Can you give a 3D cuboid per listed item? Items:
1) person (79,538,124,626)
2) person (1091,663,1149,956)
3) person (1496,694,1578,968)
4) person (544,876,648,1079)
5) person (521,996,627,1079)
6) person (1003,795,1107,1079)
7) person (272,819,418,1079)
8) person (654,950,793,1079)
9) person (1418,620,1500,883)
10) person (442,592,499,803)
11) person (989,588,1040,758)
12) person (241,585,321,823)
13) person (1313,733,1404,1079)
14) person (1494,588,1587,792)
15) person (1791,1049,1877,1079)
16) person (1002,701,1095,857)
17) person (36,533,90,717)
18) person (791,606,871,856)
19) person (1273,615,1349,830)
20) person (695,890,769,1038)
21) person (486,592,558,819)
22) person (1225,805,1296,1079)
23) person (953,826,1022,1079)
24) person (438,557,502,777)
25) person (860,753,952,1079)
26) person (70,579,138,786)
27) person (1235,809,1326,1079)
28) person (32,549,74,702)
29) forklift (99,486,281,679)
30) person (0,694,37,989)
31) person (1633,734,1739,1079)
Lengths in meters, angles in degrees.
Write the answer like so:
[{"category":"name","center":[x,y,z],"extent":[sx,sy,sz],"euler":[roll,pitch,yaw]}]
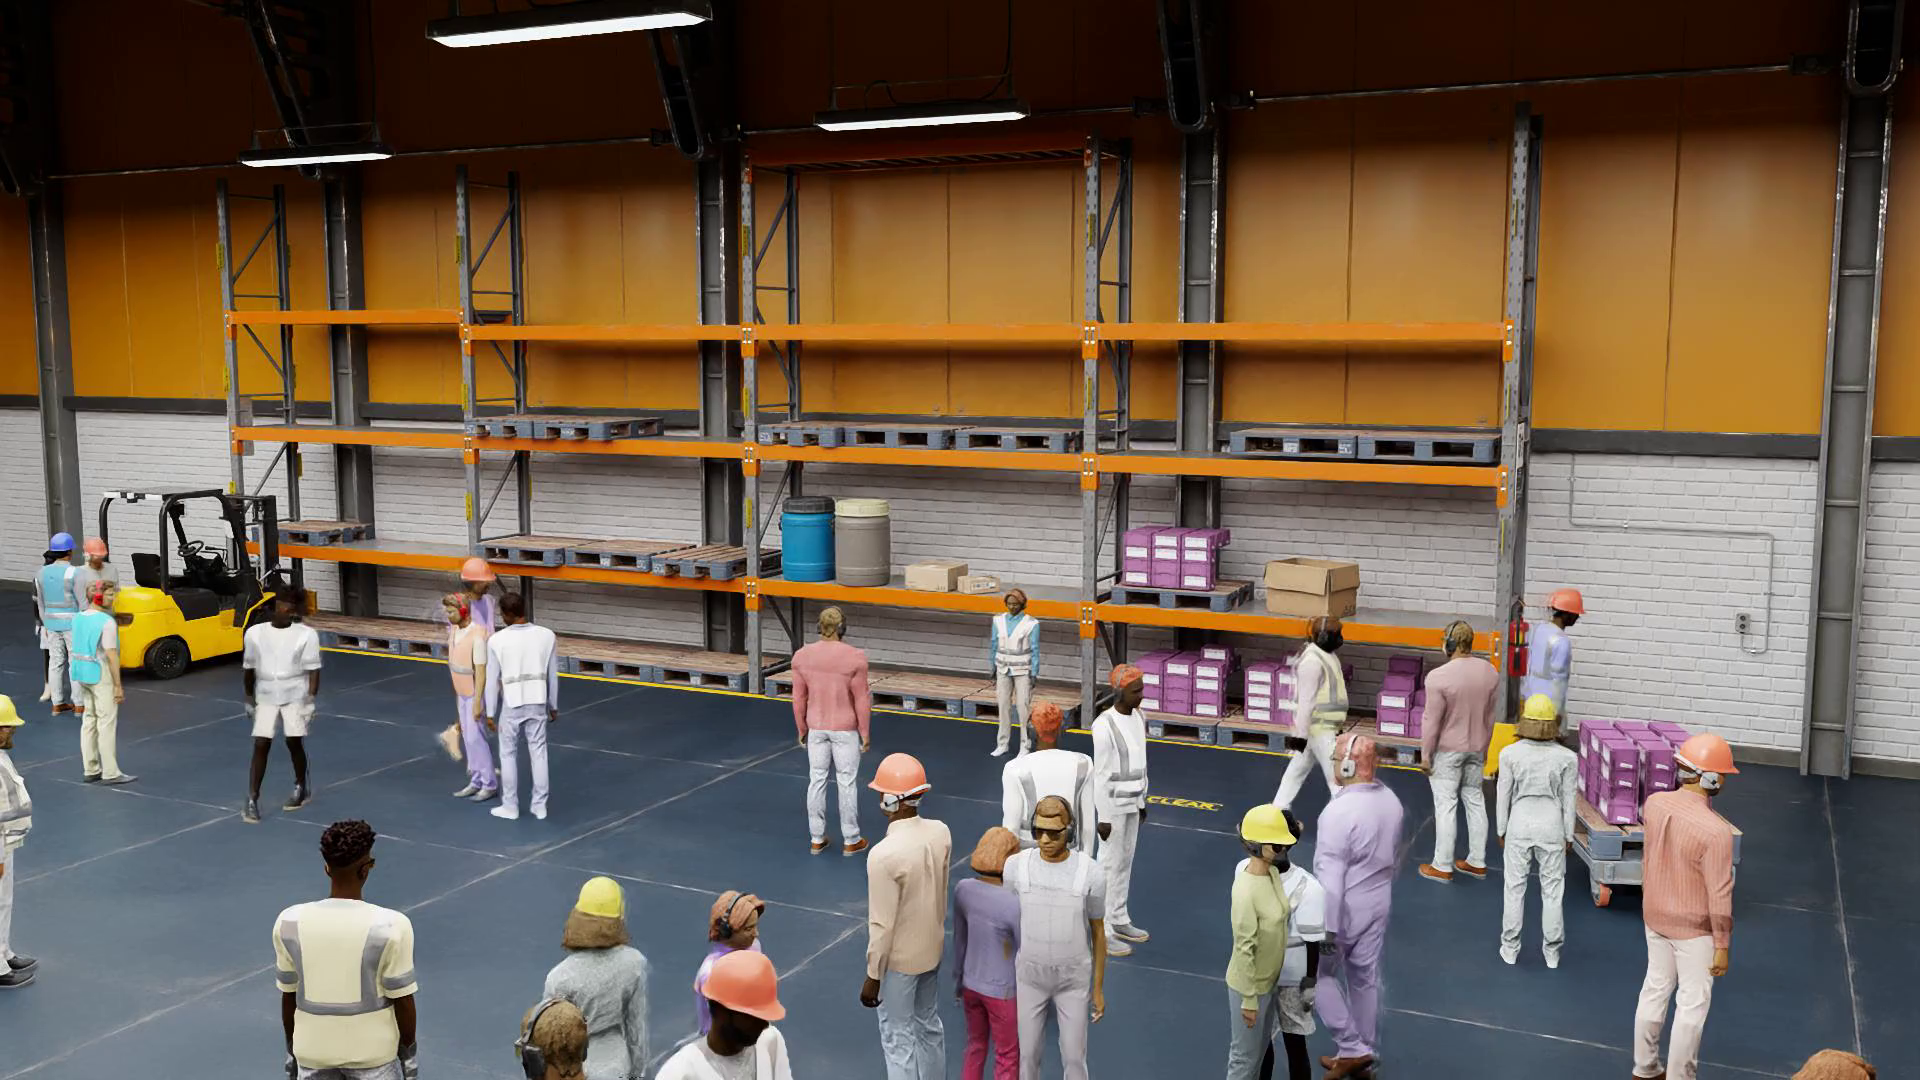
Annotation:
[{"category":"person","center":[-9.880,0.823,18.997],"extent":[0.578,1.728,0.573],"euler":[4,8,28]},{"category":"person","center":[1.047,1.736,10.851],"extent":[0.337,1.883,0.584],"euler":[4,8,31]},{"category":"person","center":[3.660,1.842,10.590],"extent":[0.485,1.738,0.320],"euler":[2,7,17]},{"category":"person","center":[-1.505,2.290,7.022],"extent":[0.795,1.701,0.522],"euler":[6,9,43]},{"category":"person","center":[-1.247,2.392,5.272],"extent":[0.381,1.929,0.635],"euler":[4,8,30]},{"category":"person","center":[0.444,2.108,7.937],"extent":[0.508,1.844,0.336],"euler":[2,7,12]},{"category":"person","center":[-2.600,2.157,7.098],"extent":[0.598,1.958,0.370],"euler":[0,7,1]},{"category":"person","center":[-0.737,2.356,5.791],"extent":[0.968,1.875,0.537],"euler":[5,9,37]},{"category":"person","center":[3.649,1.550,12.202],"extent":[0.626,1.934,0.358],"euler":[-3,7,-22]},{"category":"person","center":[-4.216,1.346,14.351],"extent":[0.445,1.824,0.575],"euler":[-5,9,-37]},{"category":"person","center":[0.523,1.263,15.797],"extent":[0.516,1.631,0.332],"euler":[4,8,31]},{"category":"person","center":[-5.687,1.351,13.853],"extent":[0.663,1.923,0.713],"euler":[-1,7,-10]},{"category":"person","center":[2.074,1.968,8.894],"extent":[0.683,1.891,0.431],"euler":[-6,9,-43]},{"category":"person","center":[4.936,1.337,14.038],"extent":[0.582,1.909,0.586],"euler":[-1,7,-6]},{"category":"person","center":[2.882,2.498,5.591],"extent":[0.287,1.631,0.501],"euler":[2,7,17]},{"category":"person","center":[0.512,1.871,9.731],"extent":[0.584,1.883,0.337],"euler":[-2,7,-19]},{"category":"person","center":[-9.418,0.893,17.543],"extent":[0.612,1.950,0.377],"euler":[2,7,14]},{"category":"person","center":[-0.981,1.473,12.829],"extent":[0.627,1.934,0.370],"euler":[2,7,15]},{"category":"person","center":[2.929,1.487,13.287],"extent":[0.984,1.790,0.650],"euler":[3,7,21]},{"category":"person","center":[-0.977,2.304,7.200],"extent":[0.325,1.630,0.520],"euler":[2,7,16]},{"category":"person","center":[-3.624,1.374,13.794],"extent":[0.613,1.903,0.423],"euler":[-5,8,-34]},{"category":"person","center":[1.448,2.139,8.014],"extent":[0.310,1.769,0.523],"euler":[3,8,24]},{"category":"person","center":[0.172,2.201,8.096],"extent":[0.284,1.627,0.508],"euler":[-7,10,-44]},{"category":"person","center":[-4.480,1.149,15.156],"extent":[0.654,2.029,0.618],"euler":[2,7,20]},{"category":"person","center":[-0.272,2.016,8.086],"extent":[0.377,1.995,0.608],"euler":[4,8,31]},{"category":"person","center":[-7.696,1.274,14.845],"extent":[0.564,1.841,0.389],"euler":[4,8,31]},{"category":"person","center":[1.565,2.148,8.258],"extent":[0.320,1.695,0.534],"euler":[-6,9,-41]},{"category":"person","center":[-9.897,0.930,18.282],"extent":[0.536,1.694,0.322],"euler":[-1,7,-11]},{"category":"forklift","center":[-9.426,0.454,20.179],"extent":[1.214,2.155,2.313],"euler":[3,8,26]},{"category":"person","center":[-5.919,1.846,10.220],"extent":[0.403,1.819,0.601],"euler":[-4,8,-30]},{"category":"person","center":[3.752,1.968,8.561],"extent":[0.410,1.980,0.624],"euler":[-2,7,-15]}]
